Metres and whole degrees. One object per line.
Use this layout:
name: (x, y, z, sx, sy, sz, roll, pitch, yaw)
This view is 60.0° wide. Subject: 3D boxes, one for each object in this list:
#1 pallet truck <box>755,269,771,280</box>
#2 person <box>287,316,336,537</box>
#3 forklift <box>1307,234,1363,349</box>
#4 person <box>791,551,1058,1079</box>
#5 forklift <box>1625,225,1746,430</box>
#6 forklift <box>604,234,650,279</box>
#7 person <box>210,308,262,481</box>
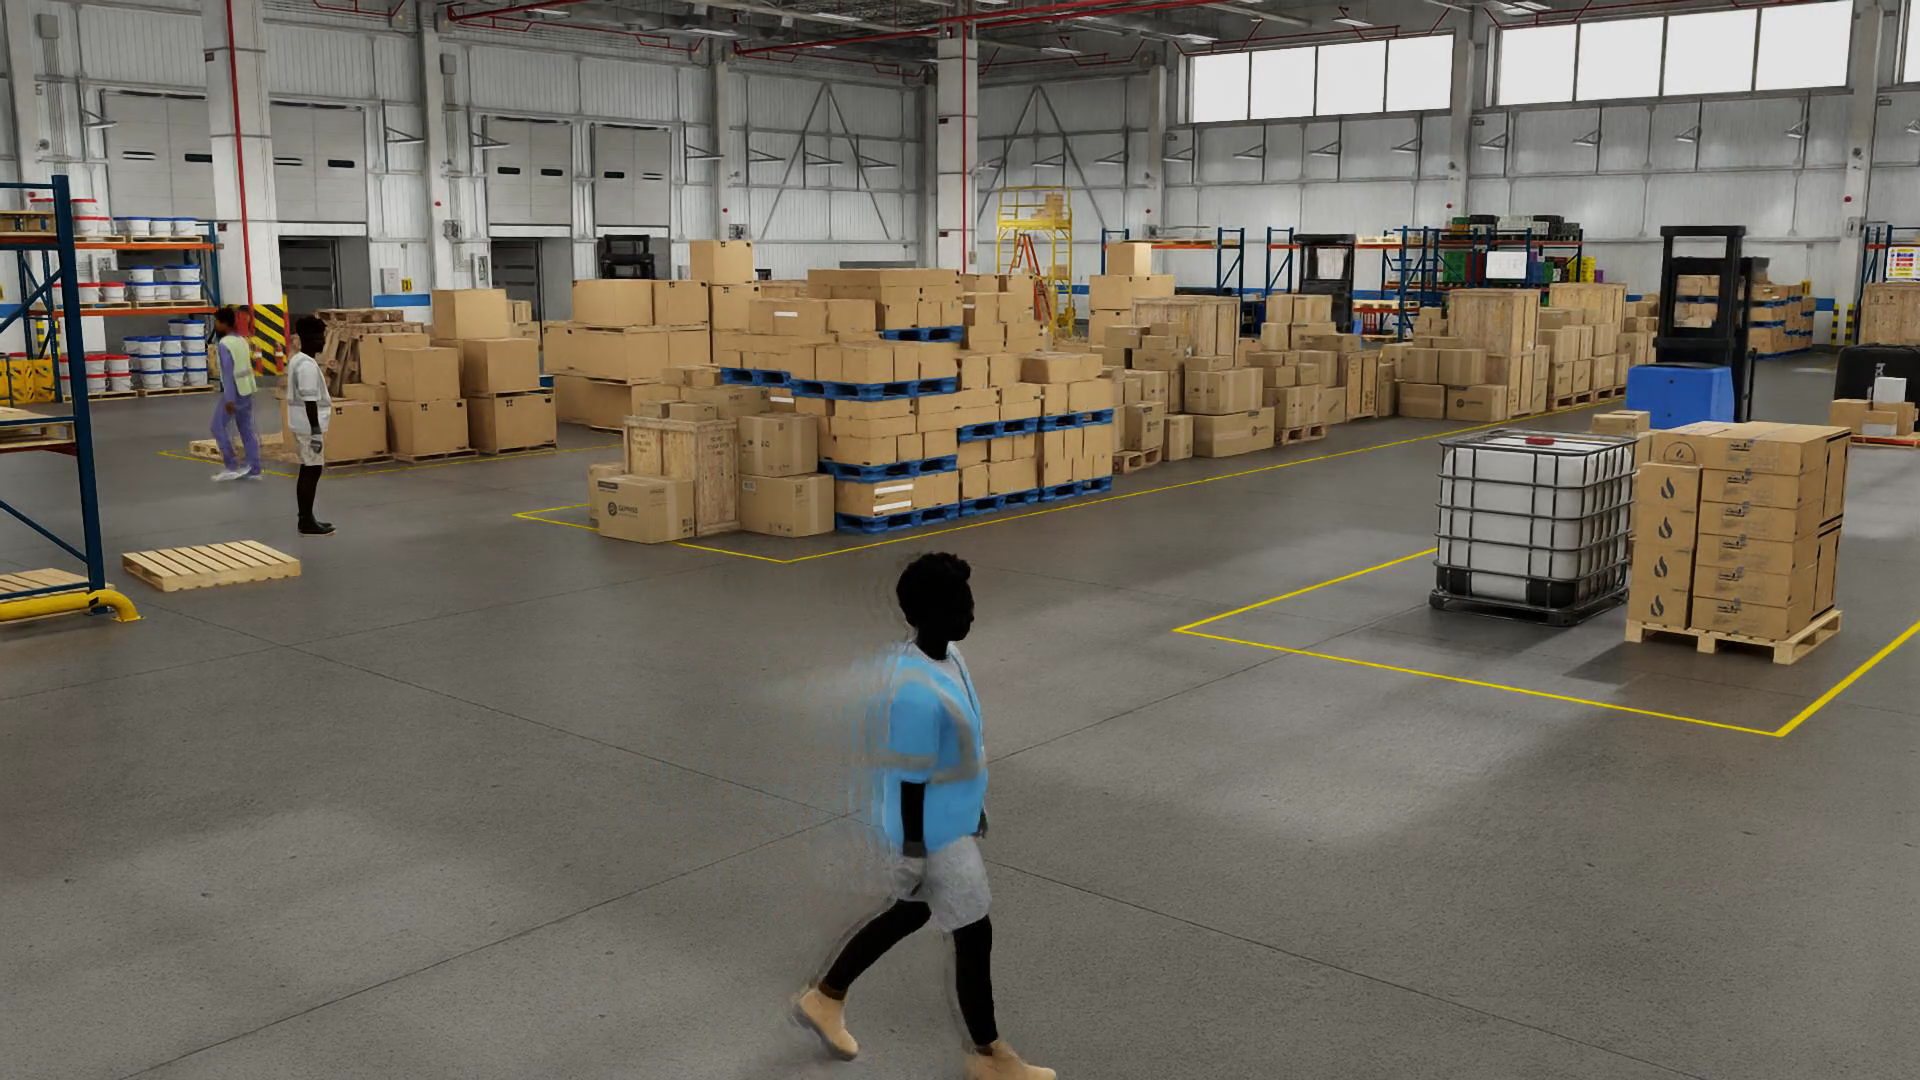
pallet truck: (-4.996, -6.432, 45.525, 1.885, 1.965, 0.823, -6, 12, -32)
person: (-5.755, -1.003, 14.754, 0.376, 1.955, 0.607, -6, 11, -29)
forklift: (7.505, -4.814, 33.801, 1.129, 2.768, 1.873, 5, 11, 25)
person: (-0.133, 0.845, 5.019, 0.811, 1.668, 0.527, 1, 10, 3)
forklift: (9.243, -2.554, 20.934, 1.129, 2.768, 1.873, 8, 13, 40)
forklift: (-6.924, -4.988, 34.790, 1.129, 2.768, 1.873, -2, 10, -11)
person: (-8.000, -1.579, 18.187, 0.659, 1.894, 0.627, 0, 10, -1)
